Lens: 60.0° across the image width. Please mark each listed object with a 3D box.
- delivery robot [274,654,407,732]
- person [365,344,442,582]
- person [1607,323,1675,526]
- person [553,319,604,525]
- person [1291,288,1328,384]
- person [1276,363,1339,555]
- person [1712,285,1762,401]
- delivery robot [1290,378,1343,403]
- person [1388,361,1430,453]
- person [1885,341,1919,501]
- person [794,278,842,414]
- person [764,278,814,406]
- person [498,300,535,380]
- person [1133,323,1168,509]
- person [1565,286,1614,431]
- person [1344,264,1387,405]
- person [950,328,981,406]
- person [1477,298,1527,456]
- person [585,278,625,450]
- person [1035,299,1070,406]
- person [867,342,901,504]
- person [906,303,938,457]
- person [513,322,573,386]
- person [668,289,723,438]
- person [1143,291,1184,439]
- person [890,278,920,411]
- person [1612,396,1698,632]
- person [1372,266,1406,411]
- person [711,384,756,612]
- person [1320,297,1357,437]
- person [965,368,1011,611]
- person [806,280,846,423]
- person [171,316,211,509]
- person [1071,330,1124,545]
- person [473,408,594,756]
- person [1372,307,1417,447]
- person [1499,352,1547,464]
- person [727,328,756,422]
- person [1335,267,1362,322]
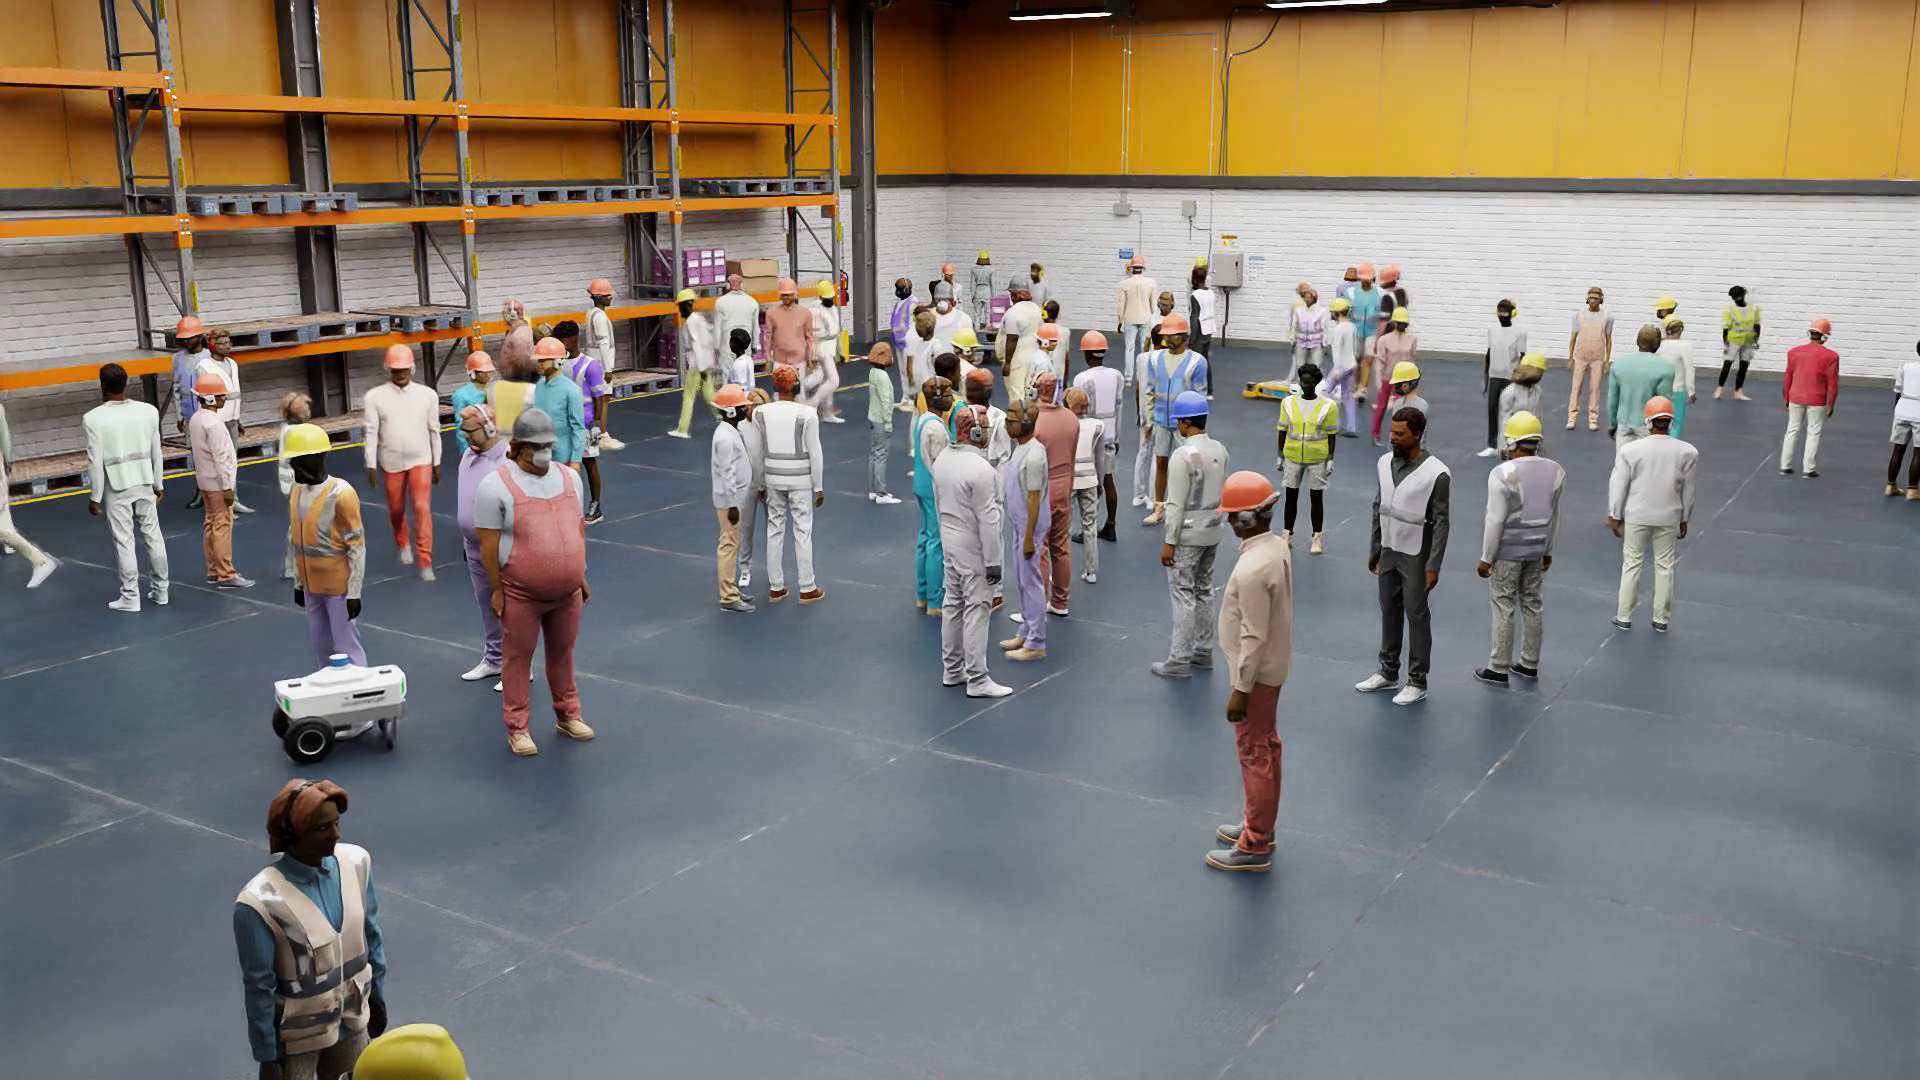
[{"bbox_3d":[-3.668,0.919,9.872,0.707,0.478,0.477,-8,15,-30],"label":"delivery robot"},{"bbox_3d":[-4.662,-0.681,13.952,0.617,1.960,0.946,-5,14,-19],"label":"person"},{"bbox_3d":[6.395,-1.065,15.652,0.356,1.936,0.635,-11,17,-39],"label":"person"},{"bbox_3d":[-3.668,-1.122,15.845,0.612,1.958,0.393,8,15,32],"label":"person"},{"bbox_3d":[4.974,-2.763,23.668,0.527,1.639,0.317,7,15,29],"label":"person"},{"bbox_3d":[3.047,-0.716,14.662,0.541,1.698,0.315,6,14,23],"label":"person"},{"bbox_3d":[11.174,-2.822,23.888,0.606,1.663,0.353,0,13,-2],"label":"person"},{"bbox_3d":[4.855,-2.000,22.532,0.707,0.478,0.477,-3,13,-13],"label":"delivery robot"},{"bbox_3d":[3.822,-0.658,14.294,0.342,1.755,0.534,-3,13,-14],"label":"person"},{"bbox_3d":[9.750,-1.239,16.954,0.319,1.690,0.540,-6,14,-25],"label":"person"},{"bbox_3d":[-1.994,-2.614,22.533,0.689,1.859,0.613,0,13,-1],"label":"person"},{"bbox_3d":[-2.128,-2.260,20.708,0.622,1.992,0.396,0,13,-1],"label":"person"},{"bbox_3d":[-4.943,-1.730,18.607,0.406,1.907,0.639,-2,13,-9],"label":"person"},{"bbox_3d":[1.945,-1.226,16.543,0.341,1.856,0.521,-11,17,-40],"label":"person"},{"bbox_3d":[8.062,-2.318,21.288,0.506,1.845,0.342,5,14,21],"label":"person"},{"bbox_3d":[5.743,-2.924,23.612,0.662,1.977,1.029,4,13,15],"label":"person"},{"bbox_3d":[0.014,-1.168,16.356,0.404,1.824,0.606,-9,16,-35],"label":"person"},{"bbox_3d":[6.324,-1.877,19.339,0.353,1.865,0.568,-13,18,-43],"label":"person"},{"bbox_3d":[-4.265,-2.104,19.924,0.374,2.042,0.615,-6,14,-23],"label":"person"},{"bbox_3d":[1.057,-1.838,19.175,0.510,1.862,0.320,-8,15,-32],"label":"person"},{"bbox_3d":[-0.788,-1.189,16.849,0.286,1.636,0.497,-4,14,-17],"label":"person"},{"bbox_3d":[-0.450,-1.830,19.201,0.544,1.829,0.498,-11,17,-40],"label":"person"},{"bbox_3d":[-3.889,-1.083,15.728,0.627,1.941,0.371,4,14,16],"label":"person"},{"bbox_3d":[-3.231,-2.170,20.638,0.838,1.863,0.606,2,13,10],"label":"person"},{"bbox_3d":[2.528,-2.169,20.657,0.505,1.839,0.344,2,13,8],"label":"person"},{"bbox_3d":[-0.749,-2.701,22.991,0.431,1.836,0.618,-6,14,-24],"label":"person"},{"bbox_3d":[5.102,-0.191,12.281,0.566,1.744,0.351,3,13,11],"label":"person"},{"bbox_3d":[5.950,-2.769,22.927,0.421,1.998,0.704,11,17,40],"label":"person"},{"bbox_3d":[-1.749,-0.331,12.860,0.323,1.756,0.560,-1,13,-6],"label":"person"},{"bbox_3d":[4.718,-2.144,20.746,0.533,1.744,0.571,9,16,34],"label":"person"},{"bbox_3d":[0.151,-0.384,12.817,0.356,1.884,0.574,-11,17,-40],"label":"person"},{"bbox_3d":[-1.743,-2.439,21.698,0.481,1.905,0.562,2,13,10],"label":"person"},{"bbox_3d":[-7.526,-1.250,16.476,0.546,1.928,0.382,2,13,7],"label":"person"},{"bbox_3d":[1.211,-0.922,15.039,0.551,1.932,0.377,-9,16,-35],"label":"person"},{"bbox_3d":[-2.448,0.234,9.793,0.681,2.000,0.538,-12,18,-42],"label":"person"},{"bbox_3d":[5.159,-1.909,19.783,0.540,1.726,0.892,-2,13,-8],"label":"person"},{"bbox_3d":[5.160,-0.894,15.417,0.592,1.714,0.544,-7,15,-27],"label":"person"},{"bbox_3d":[-2.306,-1.395,17.603,0.318,1.700,0.535,0,13,1],"label":"person"},{"bbox_3d":[6.610,-3.808,28.217,0.502,1.632,0.277,1,13,5],"label":"person"}]
